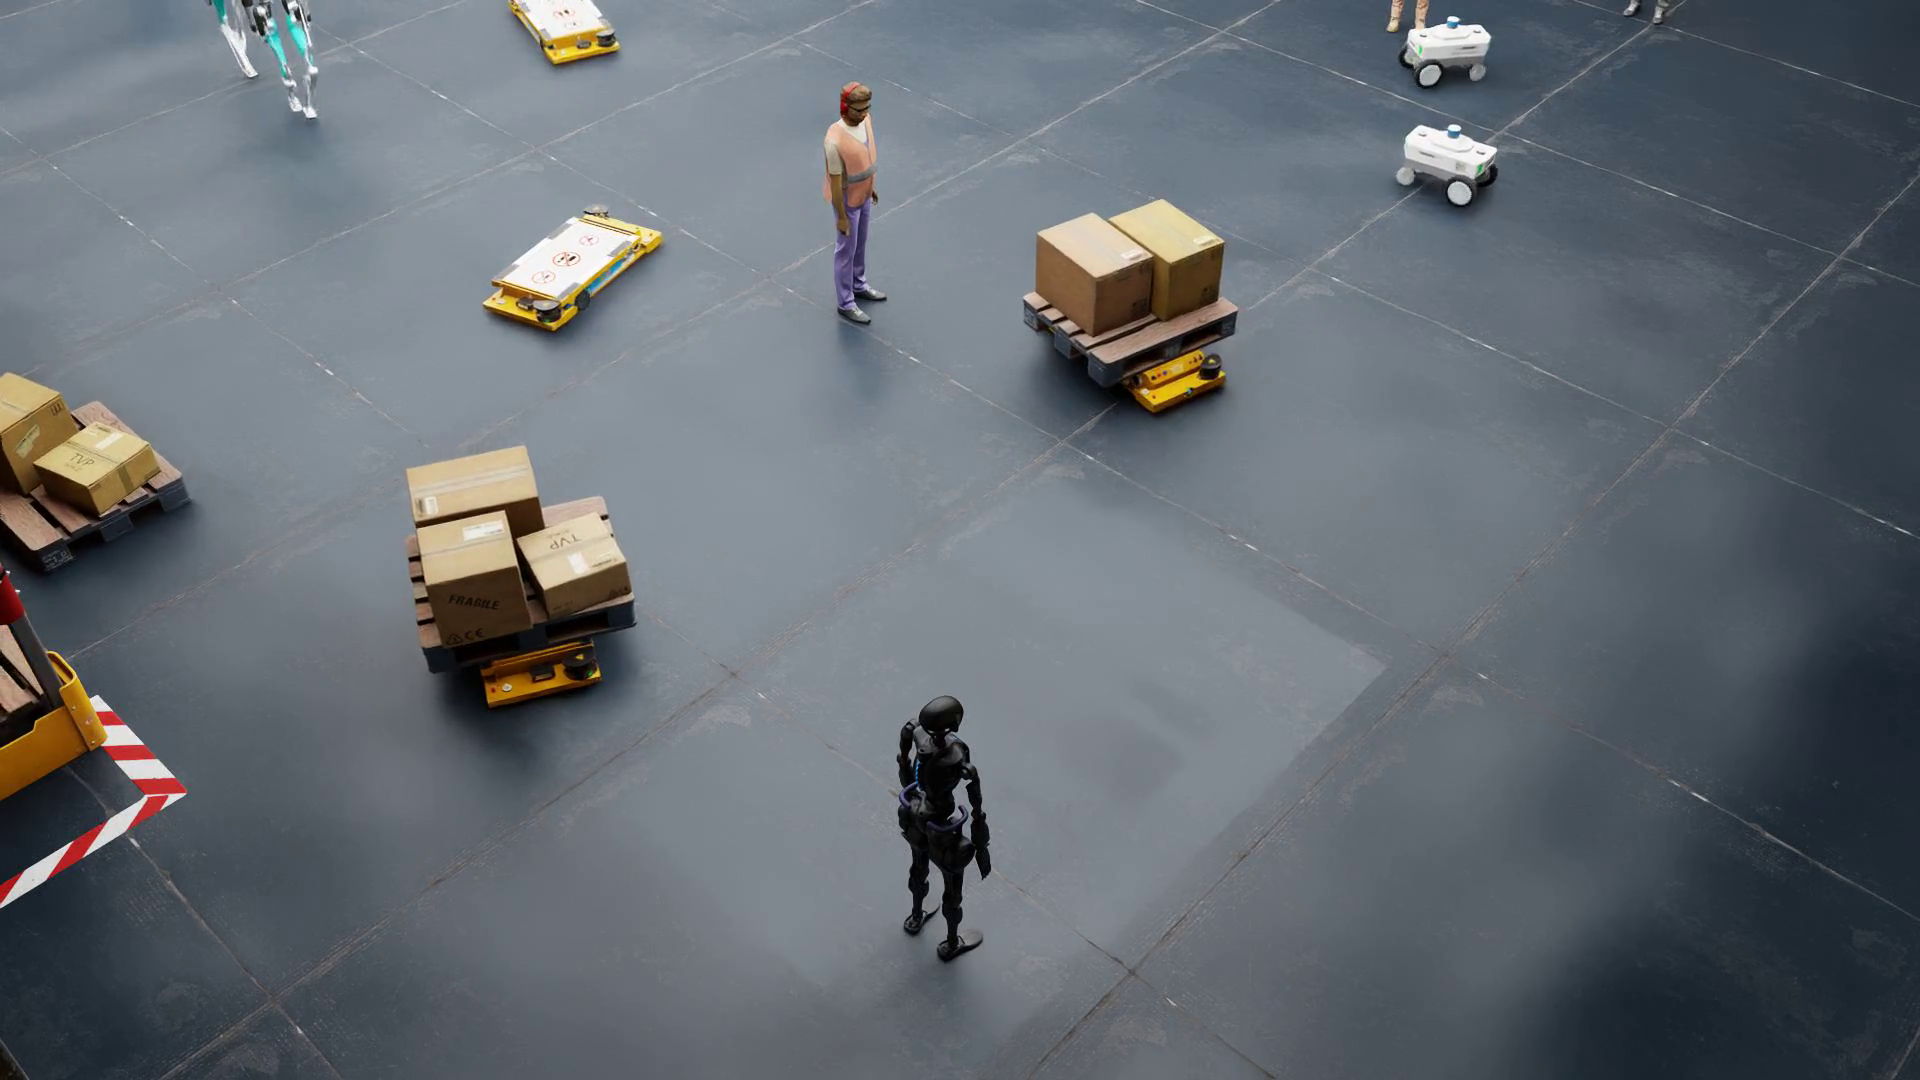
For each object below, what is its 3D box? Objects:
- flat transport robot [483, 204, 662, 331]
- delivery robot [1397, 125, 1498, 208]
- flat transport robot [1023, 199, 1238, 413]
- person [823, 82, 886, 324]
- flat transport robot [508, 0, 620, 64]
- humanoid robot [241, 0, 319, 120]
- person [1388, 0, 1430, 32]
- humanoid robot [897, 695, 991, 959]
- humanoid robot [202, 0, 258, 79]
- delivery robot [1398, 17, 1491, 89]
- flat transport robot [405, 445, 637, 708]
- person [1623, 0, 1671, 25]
[{"bbox_3d":[-2.990,-2.124,12.887,0.659,0.231,1.431,19,45,20],"label":"flat transport robot"},{"bbox_3d":[4.064,-3.156,13.810,0.768,0.581,0.499,26,48,26],"label":"delivery robot"},{"bbox_3d":[1.228,-1.458,12.146,0.659,0.231,1.431,-24,47,-24],"label":"flat transport robot"},{"bbox_3d":[-0.784,-2.475,12.104,0.389,1.837,0.563,15,44,16],"label":"person"},{"bbox_3d":[-3.854,-5.030,16.117,0.659,0.231,1.431,-20,46,-21],"label":"flat transport robot"},{"bbox_3d":[-5.821,-4.392,14.328,0.537,1.779,0.842,-18,45,-19],"label":"humanoid robot"},{"bbox_3d":[4.380,-5.651,15.703,0.488,1.743,0.311,7,42,7],"label":"person"},{"bbox_3d":[-0.102,1.348,7.965,0.315,1.657,0.599,-33,51,-31],"label":"humanoid robot"},{"bbox_3d":[-6.777,-5.195,15.241,0.561,1.763,1.011,-21,46,-21],"label":"humanoid robot"},{"bbox_3d":[4.483,-4.526,15.330,0.769,0.577,0.499,-6,42,-7],"label":"delivery robot"},{"bbox_3d":[-2.631,0.397,10.085,0.659,0.231,1.431,-13,44,-14],"label":"flat transport robot"},{"bbox_3d":[6.778,-5.885,15.902,0.564,1.832,0.410,22,46,23],"label":"person"}]
